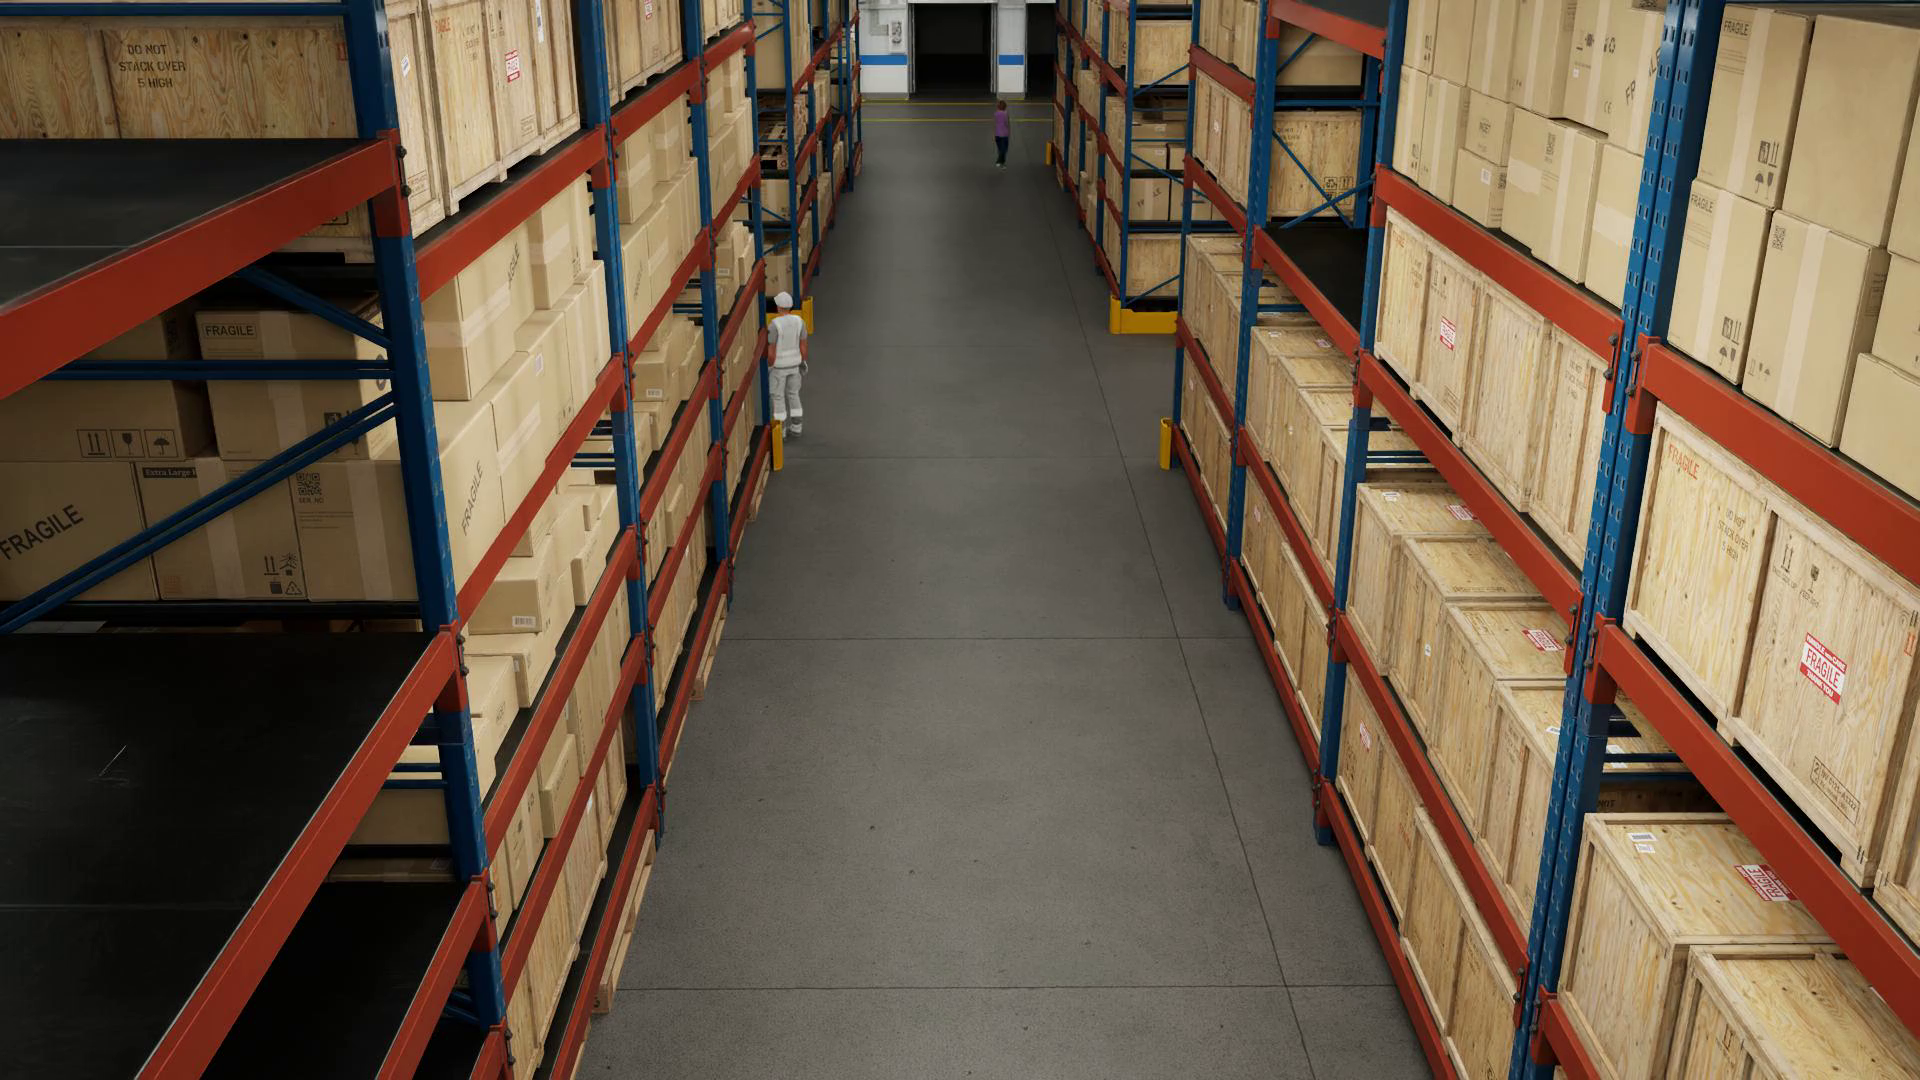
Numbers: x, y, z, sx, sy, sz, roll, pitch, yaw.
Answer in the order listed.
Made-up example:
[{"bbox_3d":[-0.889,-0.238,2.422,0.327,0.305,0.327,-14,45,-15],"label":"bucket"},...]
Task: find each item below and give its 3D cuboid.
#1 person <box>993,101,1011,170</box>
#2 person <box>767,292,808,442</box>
[{"bbox_3d":[0.984,-9.340,38.427,0.421,1.580,0.727,10,24,24],"label":"person"},{"bbox_3d":[-2.089,-2.073,19.736,0.548,1.792,0.398,-16,26,-35],"label":"person"}]
